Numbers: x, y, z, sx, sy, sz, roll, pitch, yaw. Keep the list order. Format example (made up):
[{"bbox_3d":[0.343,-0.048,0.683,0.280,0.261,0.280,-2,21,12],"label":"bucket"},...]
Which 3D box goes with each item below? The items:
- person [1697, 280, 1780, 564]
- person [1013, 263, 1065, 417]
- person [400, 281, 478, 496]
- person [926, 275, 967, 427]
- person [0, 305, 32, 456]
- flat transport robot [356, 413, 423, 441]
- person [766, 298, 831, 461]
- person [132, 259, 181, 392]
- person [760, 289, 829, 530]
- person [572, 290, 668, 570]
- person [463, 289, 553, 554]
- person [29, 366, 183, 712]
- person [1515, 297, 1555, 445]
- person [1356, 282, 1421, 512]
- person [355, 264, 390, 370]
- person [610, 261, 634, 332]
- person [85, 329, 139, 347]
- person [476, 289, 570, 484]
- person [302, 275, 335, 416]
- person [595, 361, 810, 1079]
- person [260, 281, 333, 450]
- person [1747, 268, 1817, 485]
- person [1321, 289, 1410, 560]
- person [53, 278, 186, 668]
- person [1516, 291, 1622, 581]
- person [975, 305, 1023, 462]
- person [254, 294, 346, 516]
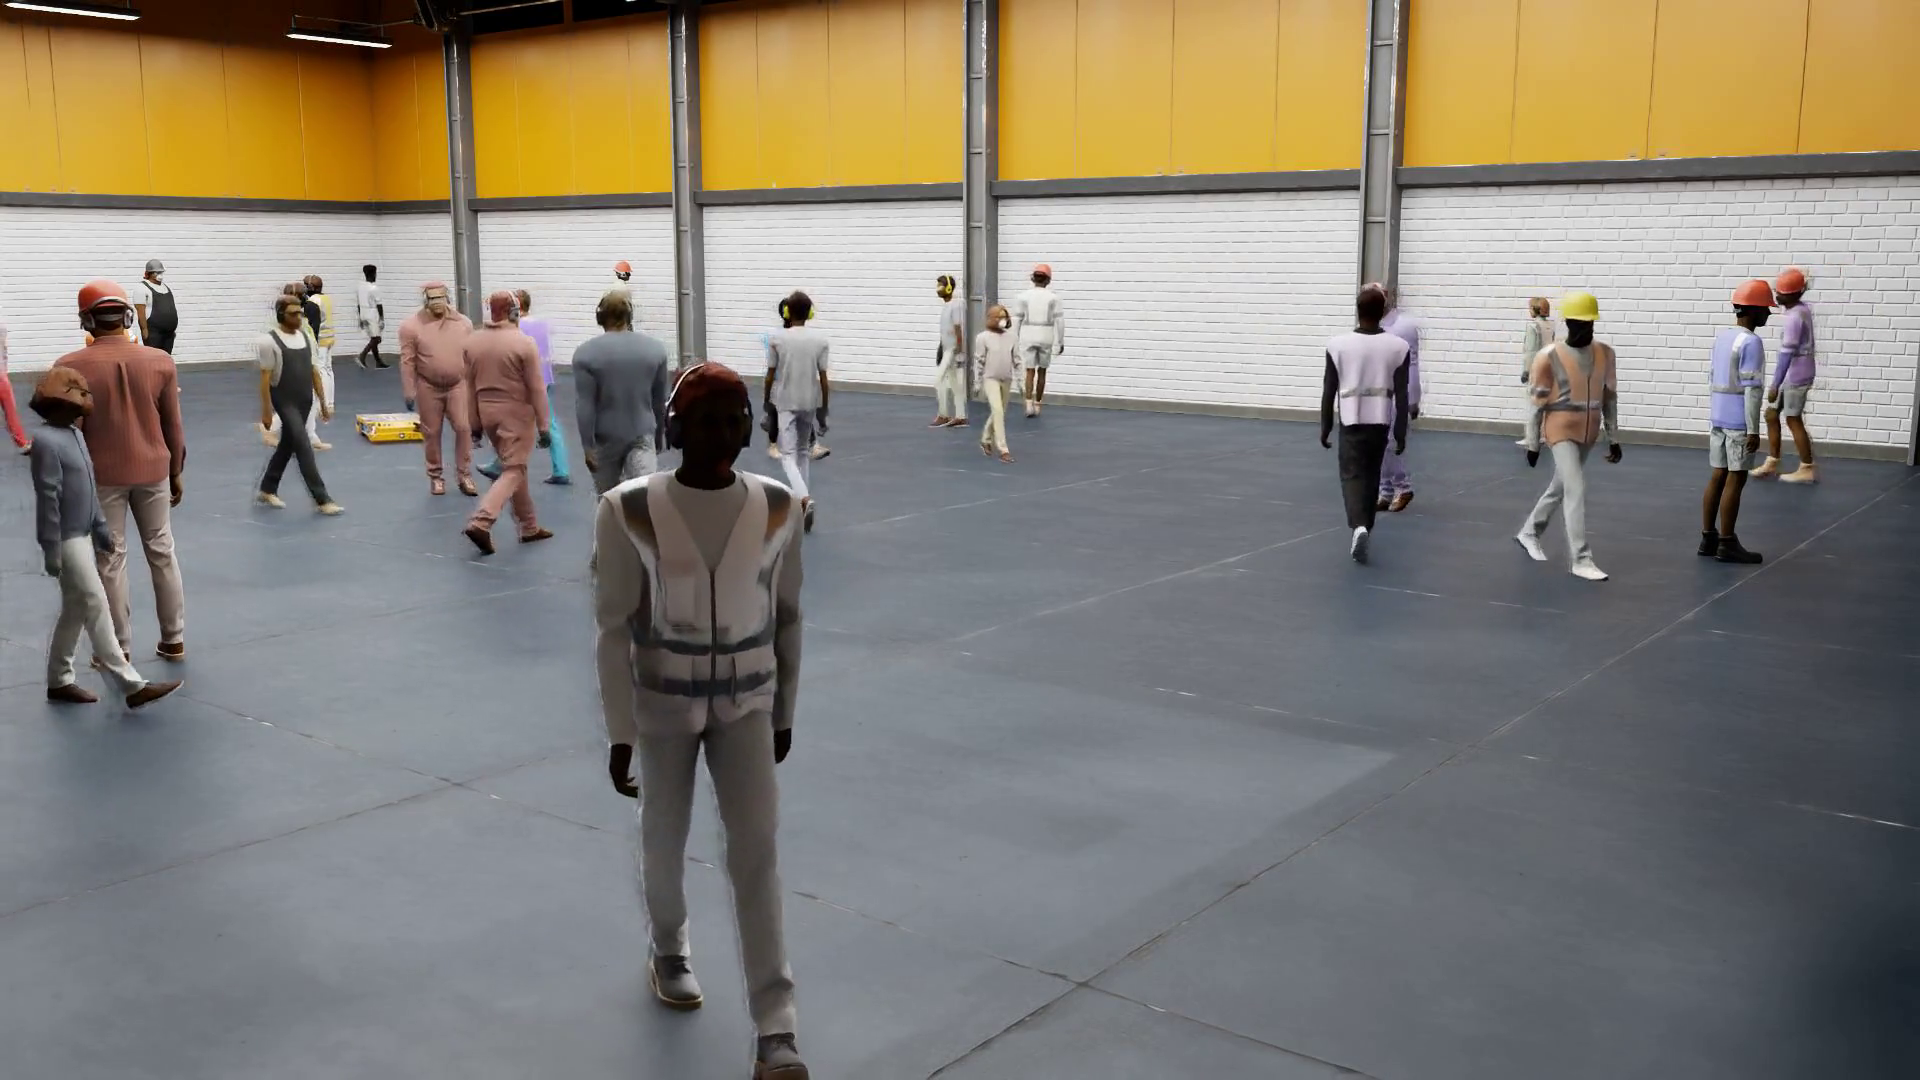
[{"bbox_3d":[5.369,-0.812,11.436,0.375,1.935,0.551,0,10,-1],"label":"person"},{"bbox_3d":[1.030,-2.592,21.598,0.691,2.007,0.650,1,10,9],"label":"person"},{"bbox_3d":[-4.501,-1.302,14.464,0.665,1.881,0.745,-5,11,-27],"label":"person"},{"bbox_3d":[-0.211,-2.289,20.269,0.684,1.848,0.567,-2,10,-14],"label":"person"},{"bbox_3d":[-10.086,-1.716,17.325,0.899,1.719,0.539,4,10,20],"label":"person"},{"bbox_3d":[-6.565,-1.321,19.240,0.652,0.197,1.431,-5,11,-26],"label":"flat transport robot"},{"bbox_3d":[-1.683,-1.613,16.901,0.550,1.657,0.842,-8,13,-40],"label":"person"},{"bbox_3d":[-12.150,-3.240,25.269,0.536,2.000,0.673,3,10,16],"label":"person"},{"bbox_3d":[-1.250,-1.007,12.842,0.519,1.848,0.834,-4,11,-22],"label":"person"},{"bbox_3d":[-2.161,-0.653,10.689,0.638,1.891,1.038,-4,11,-23],"label":"person"},{"bbox_3d":[-3.244,-0.853,11.877,0.653,1.871,0.930,5,11,28],"label":"person"},{"bbox_3d":[-3.990,0.000,7.706,0.668,1.596,0.549,-2,10,-13],"label":"person"},{"bbox_3d":[6.387,-1.860,18.407,0.525,1.637,0.307,-9,13,-42],"label":"person"},{"bbox_3d":[3.441,-1.151,13.566,0.463,1.882,0.663,-4,11,-23],"label":"person"},{"bbox_3d":[-10.766,-4.058,30.315,0.620,1.943,0.818,6,11,31],"label":"person"},{"bbox_3d":[-5.574,-3.611,27.561,0.392,1.992,0.623,-6,12,-33],"label":"person"},{"bbox_3d":[-8.091,-1.462,15.918,0.318,1.696,0.536,5,11,26],"label":"person"},{"bbox_3d":[-4.014,-1.401,15.284,0.995,1.785,0.583,4,11,23],"label":"person"},{"bbox_3d":[-8.449,-2.553,21.843,0.429,1.845,0.621,0,10,-3],"label":"person"},{"bbox_3d":[-0.660,0.456,4.363,0.577,1.829,0.989,-3,10,-19],"label":"person"},{"bbox_3d":[-7.101,-1.834,17.706,0.616,1.826,0.641,-3,10,-16],"label":"person"},{"bbox_3d":[7.563,-1.484,15.208,0.696,1.977,0.697,4,11,23],"label":"person"},{"bbox_3d":[2.841,-0.813,11.639,0.589,1.878,0.913,1,10,5],"label":"person"},{"bbox_3d":[-4.267,-0.327,8.471,0.392,1.986,0.609,9,13,43],"label":"person"},{"bbox_3d":[4.046,-0.725,11.122,0.583,1.880,0.998,-4,10,-21],"label":"person"},{"bbox_3d":[0.374,-1.631,17.185,0.508,1.601,0.823,-5,11,-28],"label":"person"},{"bbox_3d":[-5.470,-1.105,13.590,0.999,1.795,0.535,4,11,24],"label":"person"}]
